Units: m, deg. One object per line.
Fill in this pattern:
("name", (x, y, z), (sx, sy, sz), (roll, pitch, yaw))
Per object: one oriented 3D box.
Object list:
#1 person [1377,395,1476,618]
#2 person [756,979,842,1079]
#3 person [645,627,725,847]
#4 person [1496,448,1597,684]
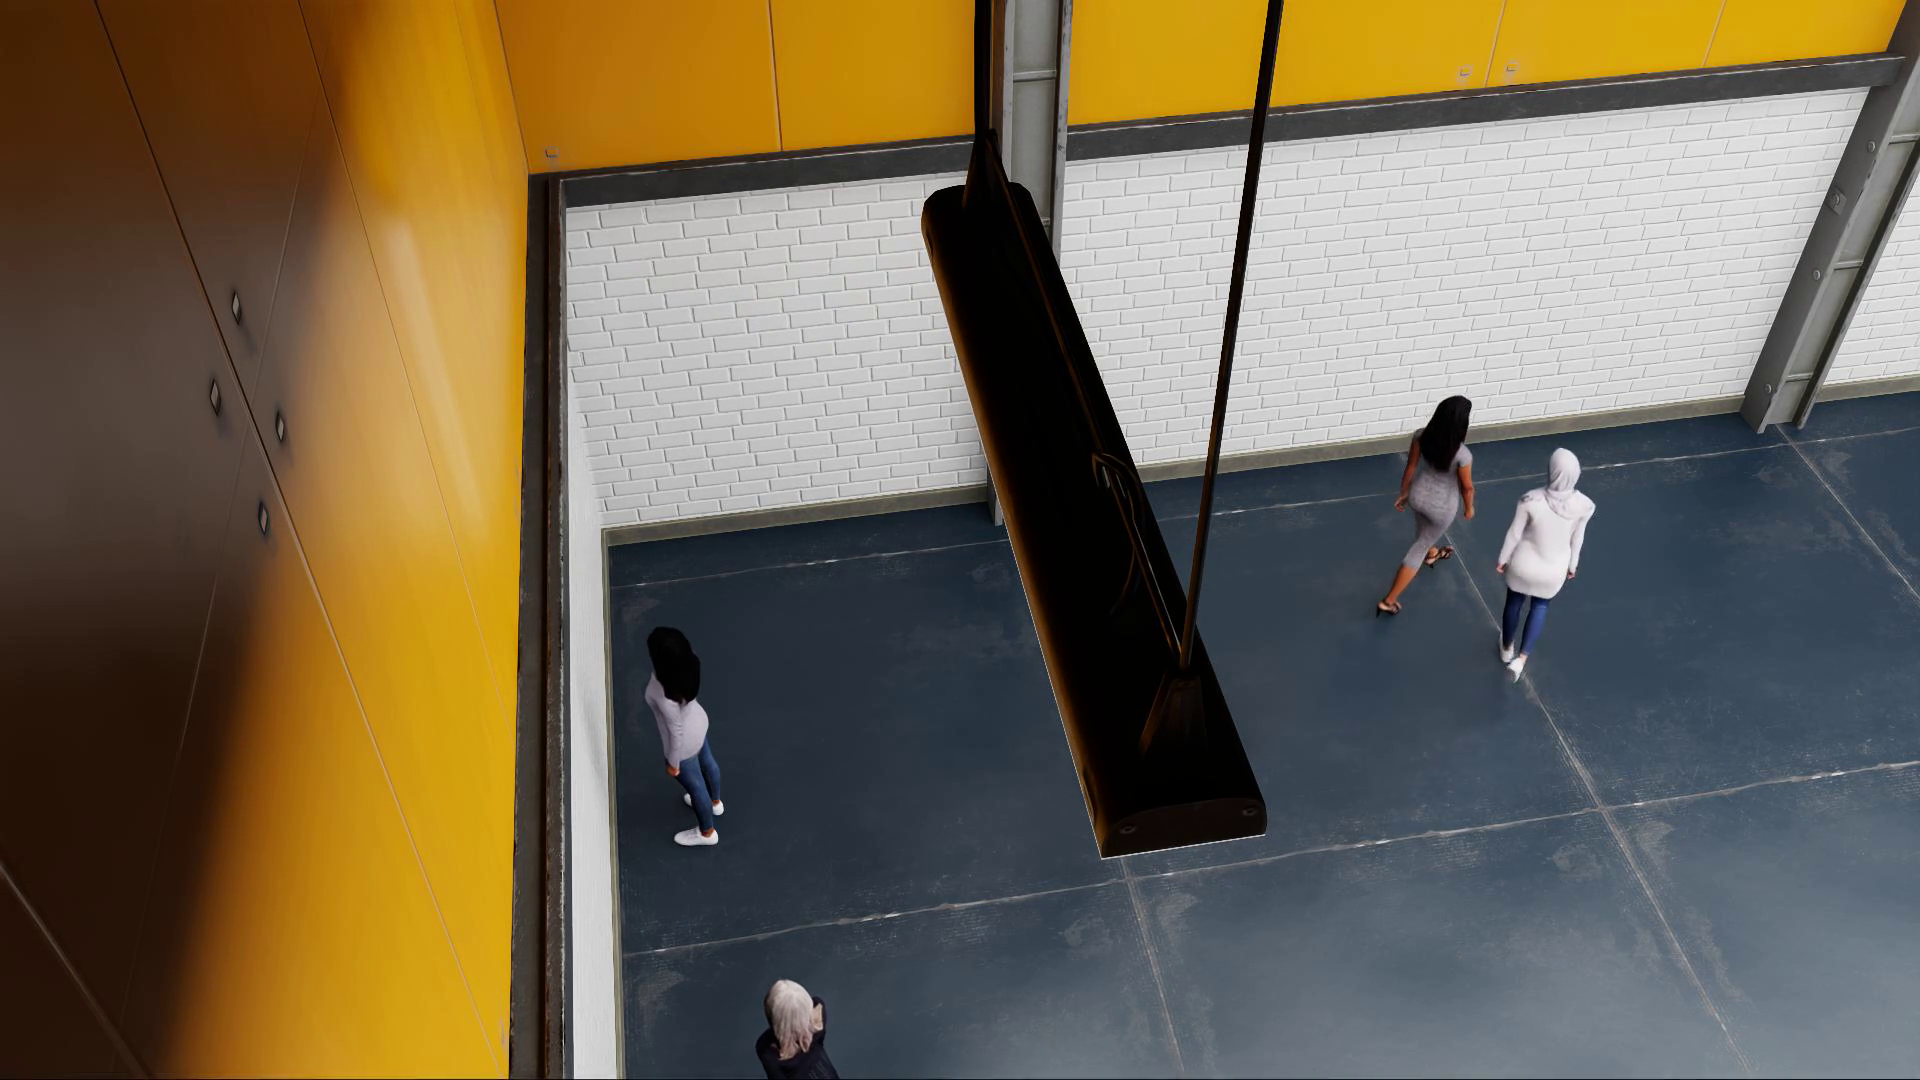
("person", (3.022, -0.158, 10.877), (1.140, 1.747, 0.907), (-28, 50, -26))
("person", (-0.767, 2.615, 7.967), (0.755, 1.747, 0.697), (25, 49, 24))
("person", (-1.557, 1.120, 9.544), (0.640, 1.737, 0.671), (7, 44, 7))
("person", (3.643, 0.215, 10.476), (0.923, 1.761, 0.911), (10, 44, 10))
